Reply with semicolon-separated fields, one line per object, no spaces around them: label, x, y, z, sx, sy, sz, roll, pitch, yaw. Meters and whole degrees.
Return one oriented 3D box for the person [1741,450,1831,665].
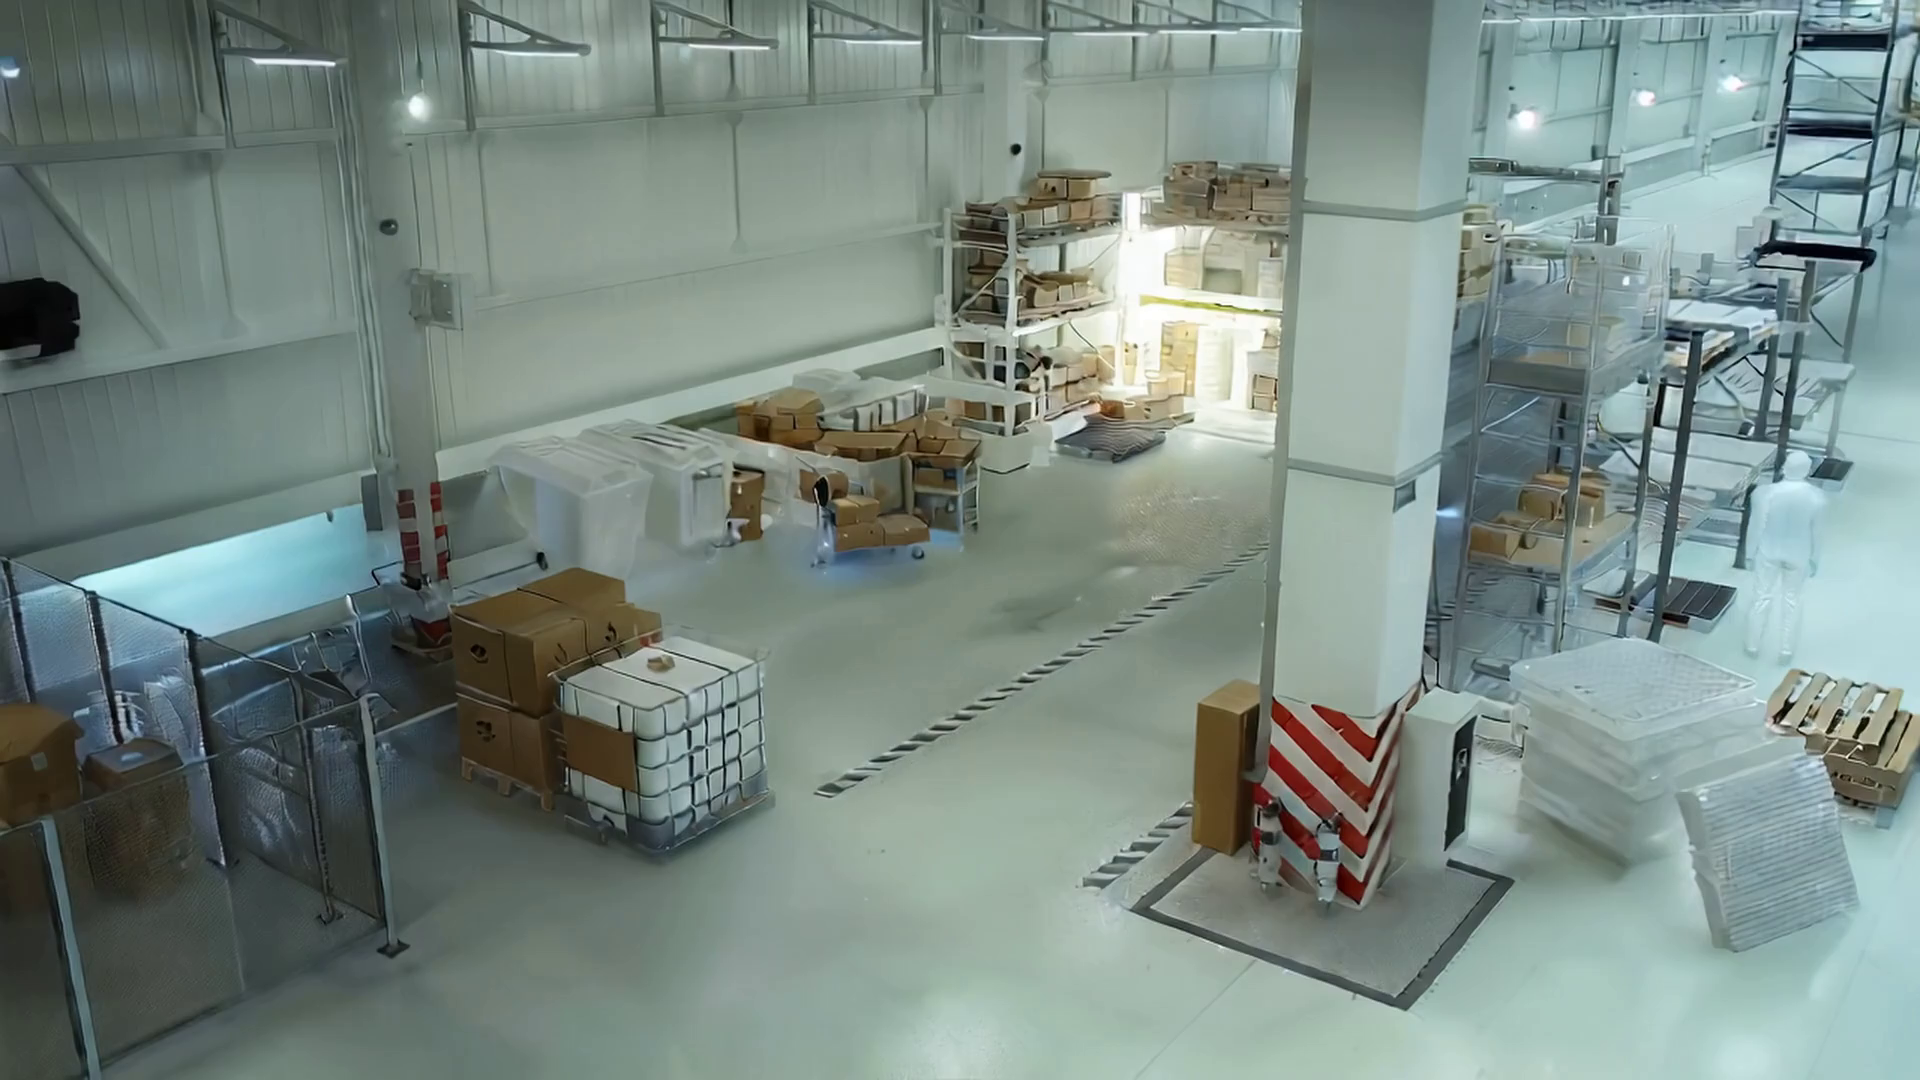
person;7.239;0.152;14.643;0.635;1.938;0.359;6;19;18
